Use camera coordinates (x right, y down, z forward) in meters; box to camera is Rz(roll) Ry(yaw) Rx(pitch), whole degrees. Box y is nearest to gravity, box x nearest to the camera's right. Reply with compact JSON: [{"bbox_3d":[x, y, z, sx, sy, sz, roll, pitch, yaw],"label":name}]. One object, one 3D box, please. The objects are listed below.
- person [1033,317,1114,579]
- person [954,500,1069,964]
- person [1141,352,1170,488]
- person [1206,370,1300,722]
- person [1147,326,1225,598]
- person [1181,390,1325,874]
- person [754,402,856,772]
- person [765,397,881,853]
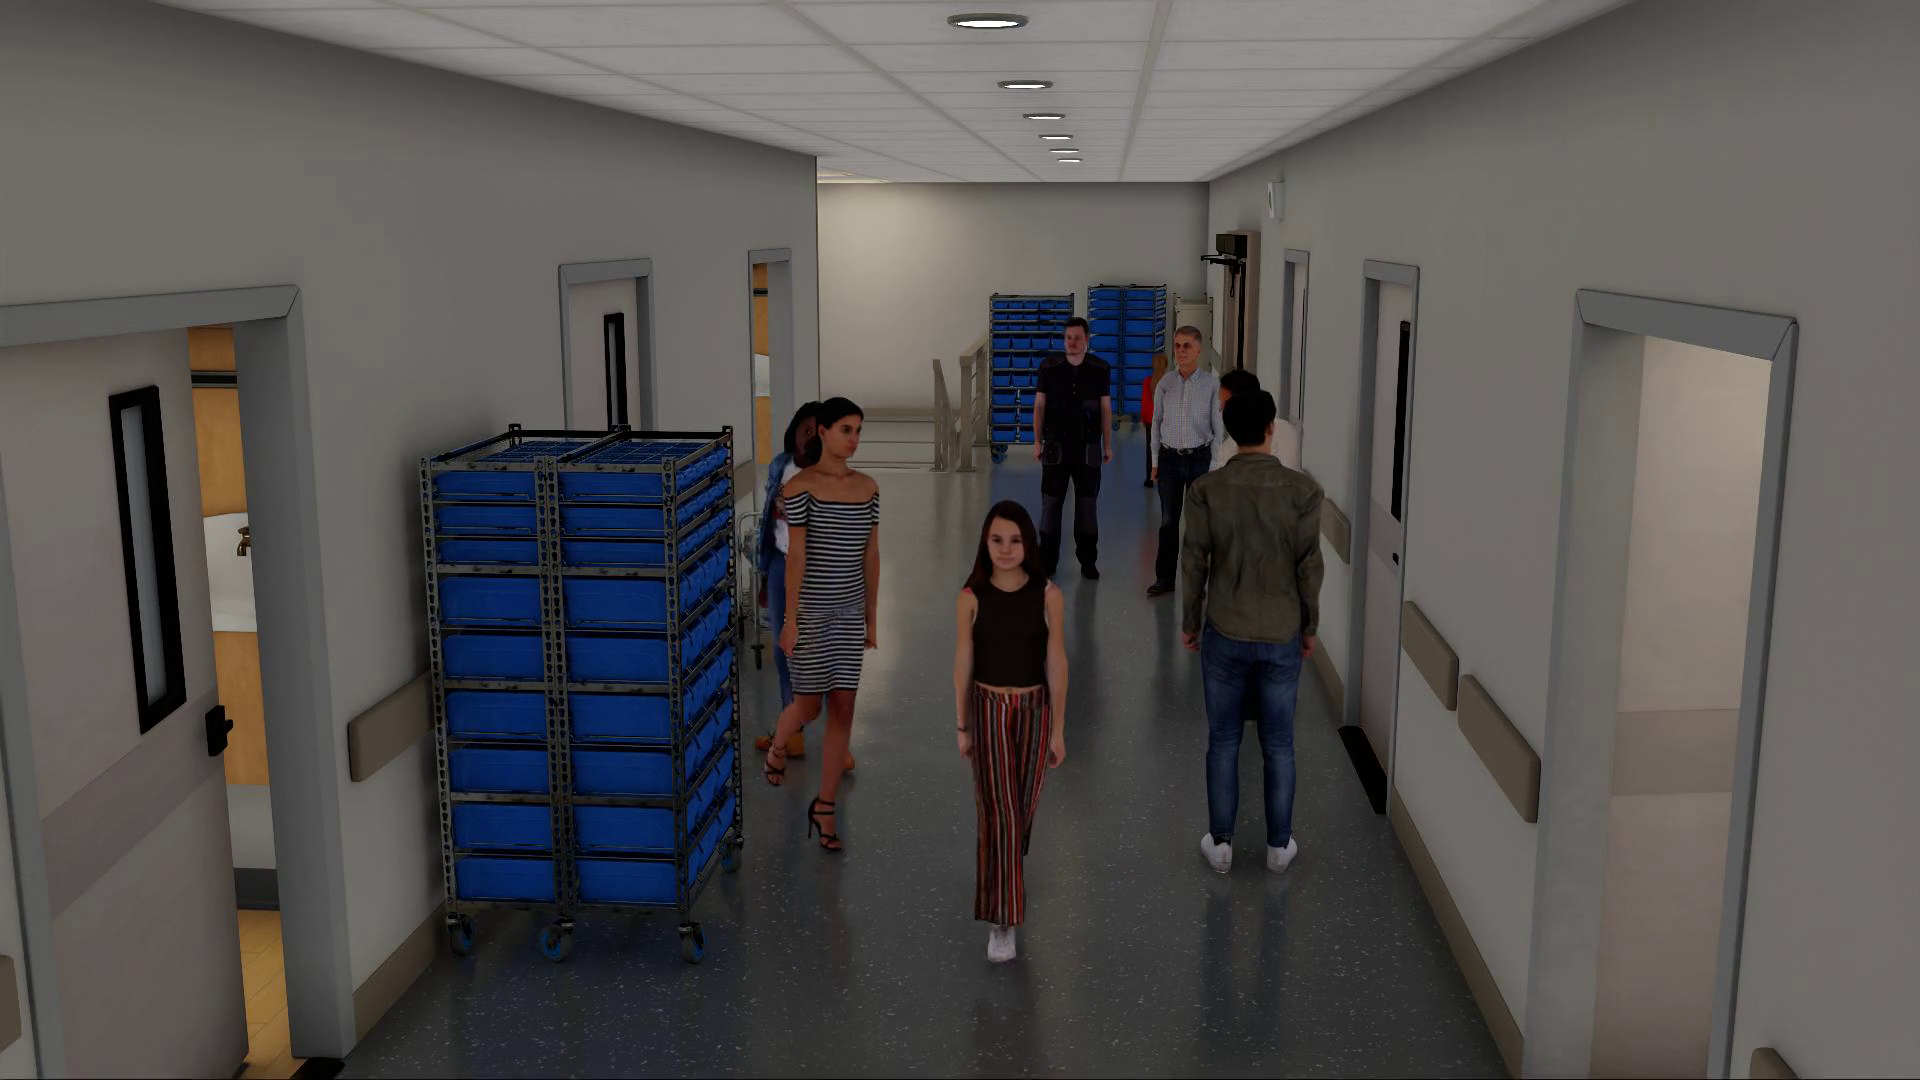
[{"bbox_3d":[0.791,-0.662,11.779,0.720,1.845,0.580,0,11,2],"label":"person"},{"bbox_3d":[0.185,0.624,5.865,0.615,1.524,1.114,0,11,0],"label":"person"},{"bbox_3d":[1.899,-1.145,15.837,0.503,1.281,0.504,1,11,5],"label":"person"},{"bbox_3d":[1.527,0.024,8.364,0.823,1.772,0.874,-5,12,-24],"label":"person"},{"bbox_3d":[1.521,-0.533,11.165,0.710,1.820,0.665,4,12,21],"label":"person"},{"bbox_3d":[1.112,0.355,6.362,0.700,1.868,0.585,1,11,7],"label":"person"},{"bbox_3d":[-0.728,0.205,7.614,0.808,1.695,0.845,-10,14,-41],"label":"person"},{"bbox_3d":[-0.583,0.327,6.670,0.880,1.807,0.957,-6,12,-30],"label":"person"}]
